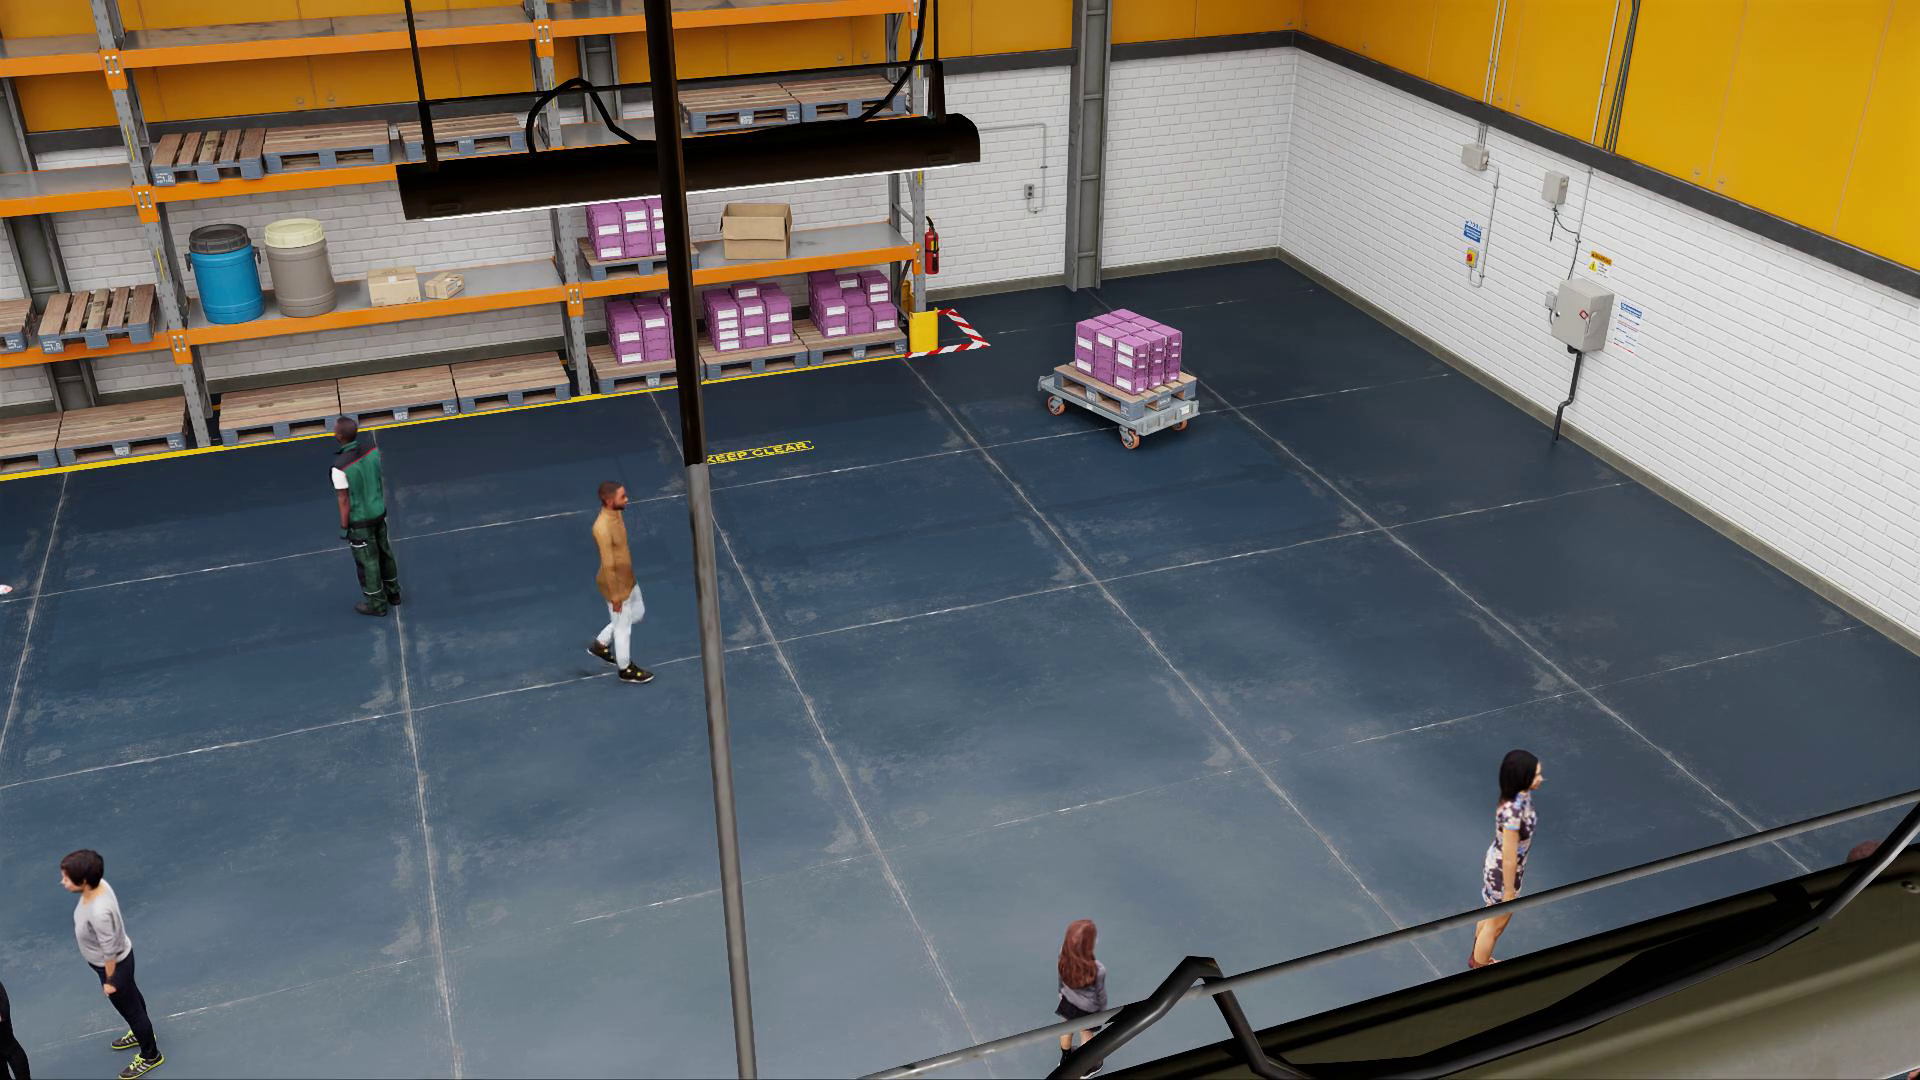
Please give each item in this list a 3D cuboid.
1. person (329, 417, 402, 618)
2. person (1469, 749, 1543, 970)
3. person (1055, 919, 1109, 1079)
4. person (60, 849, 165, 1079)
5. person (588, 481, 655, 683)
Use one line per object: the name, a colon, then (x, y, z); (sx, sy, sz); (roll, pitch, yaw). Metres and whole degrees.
person: (-5.091, -0.209, 14.220); (0.833, 1.839, 0.781); (11, 31, 20)
person: (3.352, 2.030, 10.226); (0.718, 1.733, 0.674); (10, 30, 18)
person: (0.705, 2.665, 9.716); (0.537, 1.107, 0.567); (20, 34, 32)
person: (-4.929, 2.430, 9.680); (0.545, 1.554, 0.585); (-17, 33, -28)
person: (-2.813, 0.340, 13.246); (0.906, 1.809, 0.831); (2, 29, 4)
